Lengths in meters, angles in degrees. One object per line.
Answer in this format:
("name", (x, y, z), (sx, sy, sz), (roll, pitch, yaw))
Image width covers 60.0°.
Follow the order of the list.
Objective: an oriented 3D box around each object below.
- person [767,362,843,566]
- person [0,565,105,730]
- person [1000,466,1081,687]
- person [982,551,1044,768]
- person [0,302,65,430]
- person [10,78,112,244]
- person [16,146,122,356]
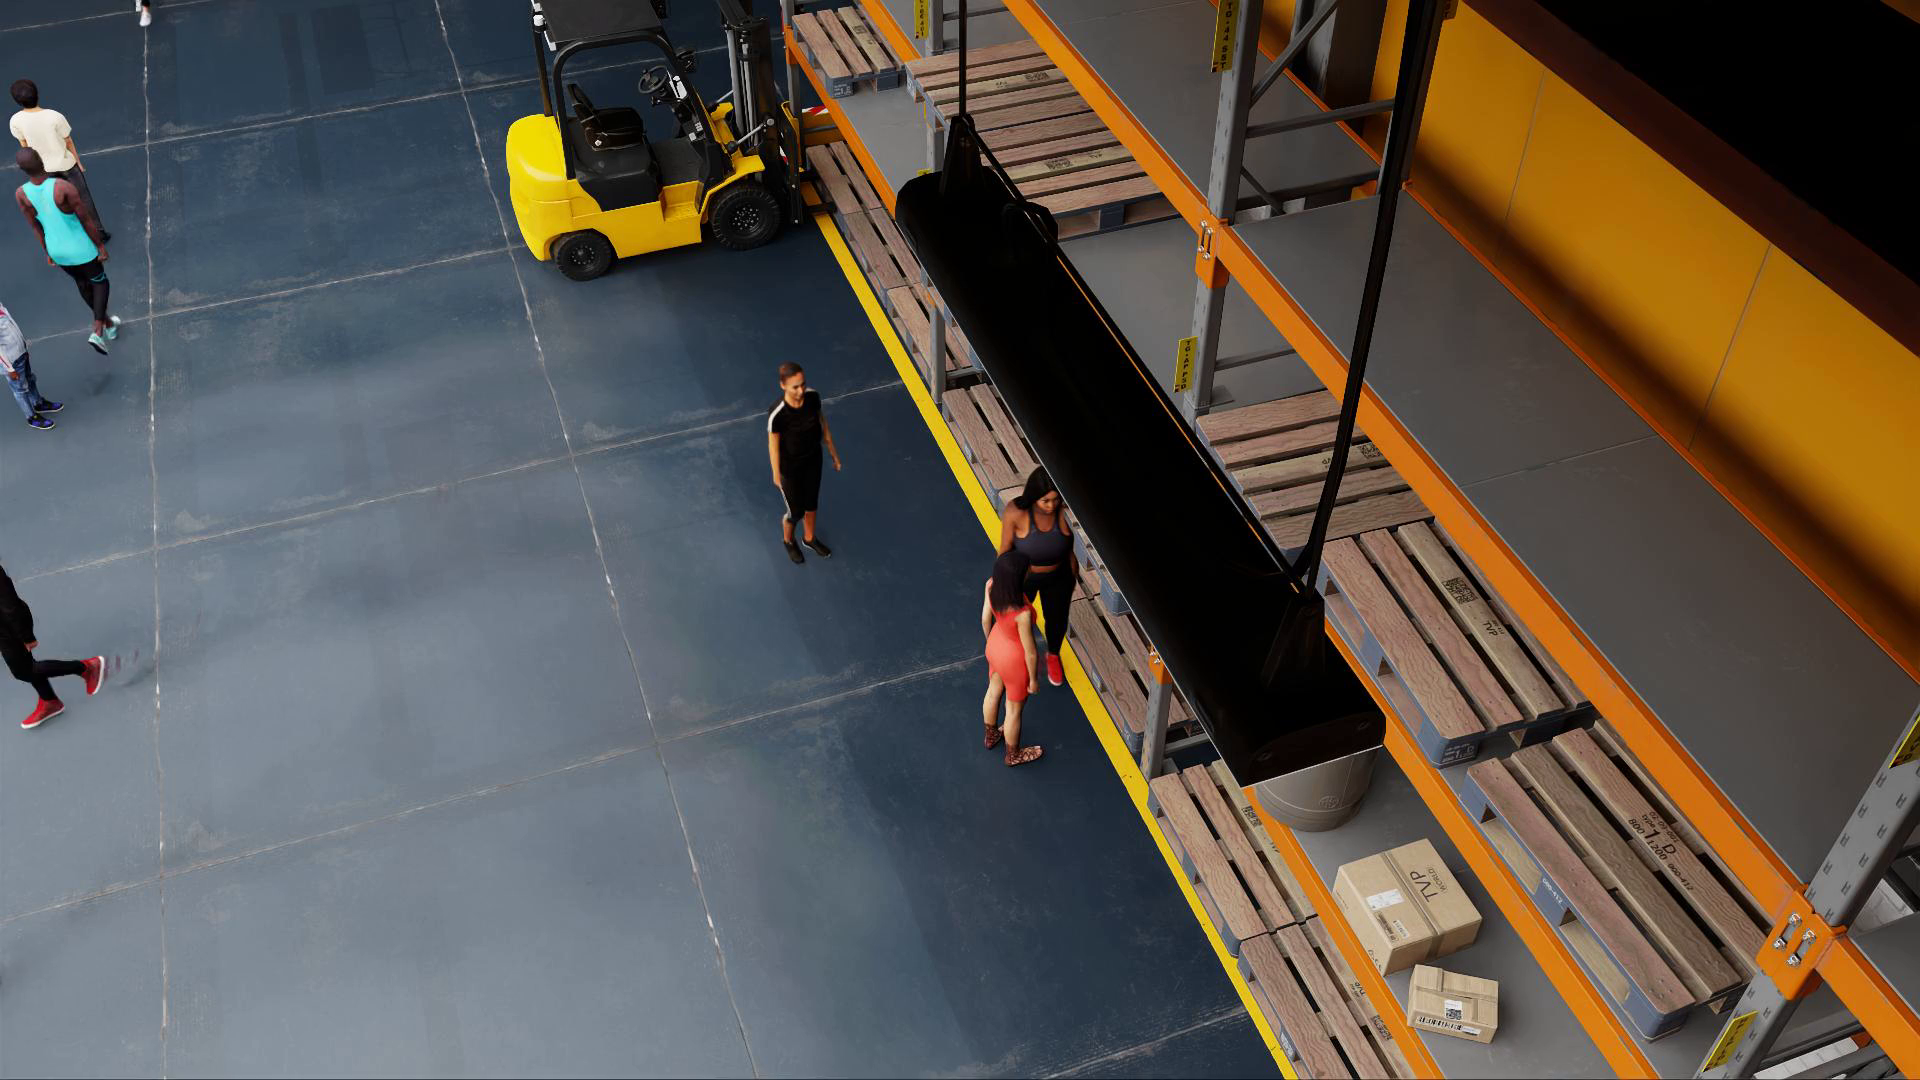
("person", (-1.140, -0.577, 11.420), (0.698, 1.660, 0.712), (-34, 53, -31))
("person", (-5.822, 0.484, 10.303), (0.844, 1.665, 0.867), (-33, 53, -30))
("person", (0.495, 0.211, 10.482), (0.739, 1.813, 0.712), (-3, 44, -3))
("person", (0.298, 0.708, 10.029), (0.704, 1.719, 0.543), (-28, 50, -26))
("person", (-7.197, -1.421, 12.595), (0.592, 1.261, 0.500), (-3, 44, -3))
("person", (-7.726, -3.206, 14.232), (0.592, 1.587, 0.470), (-13, 45, -13))
("person", (-6.992, -2.215, 13.047), (0.740, 1.787, 1.029), (-7, 44, -7))
